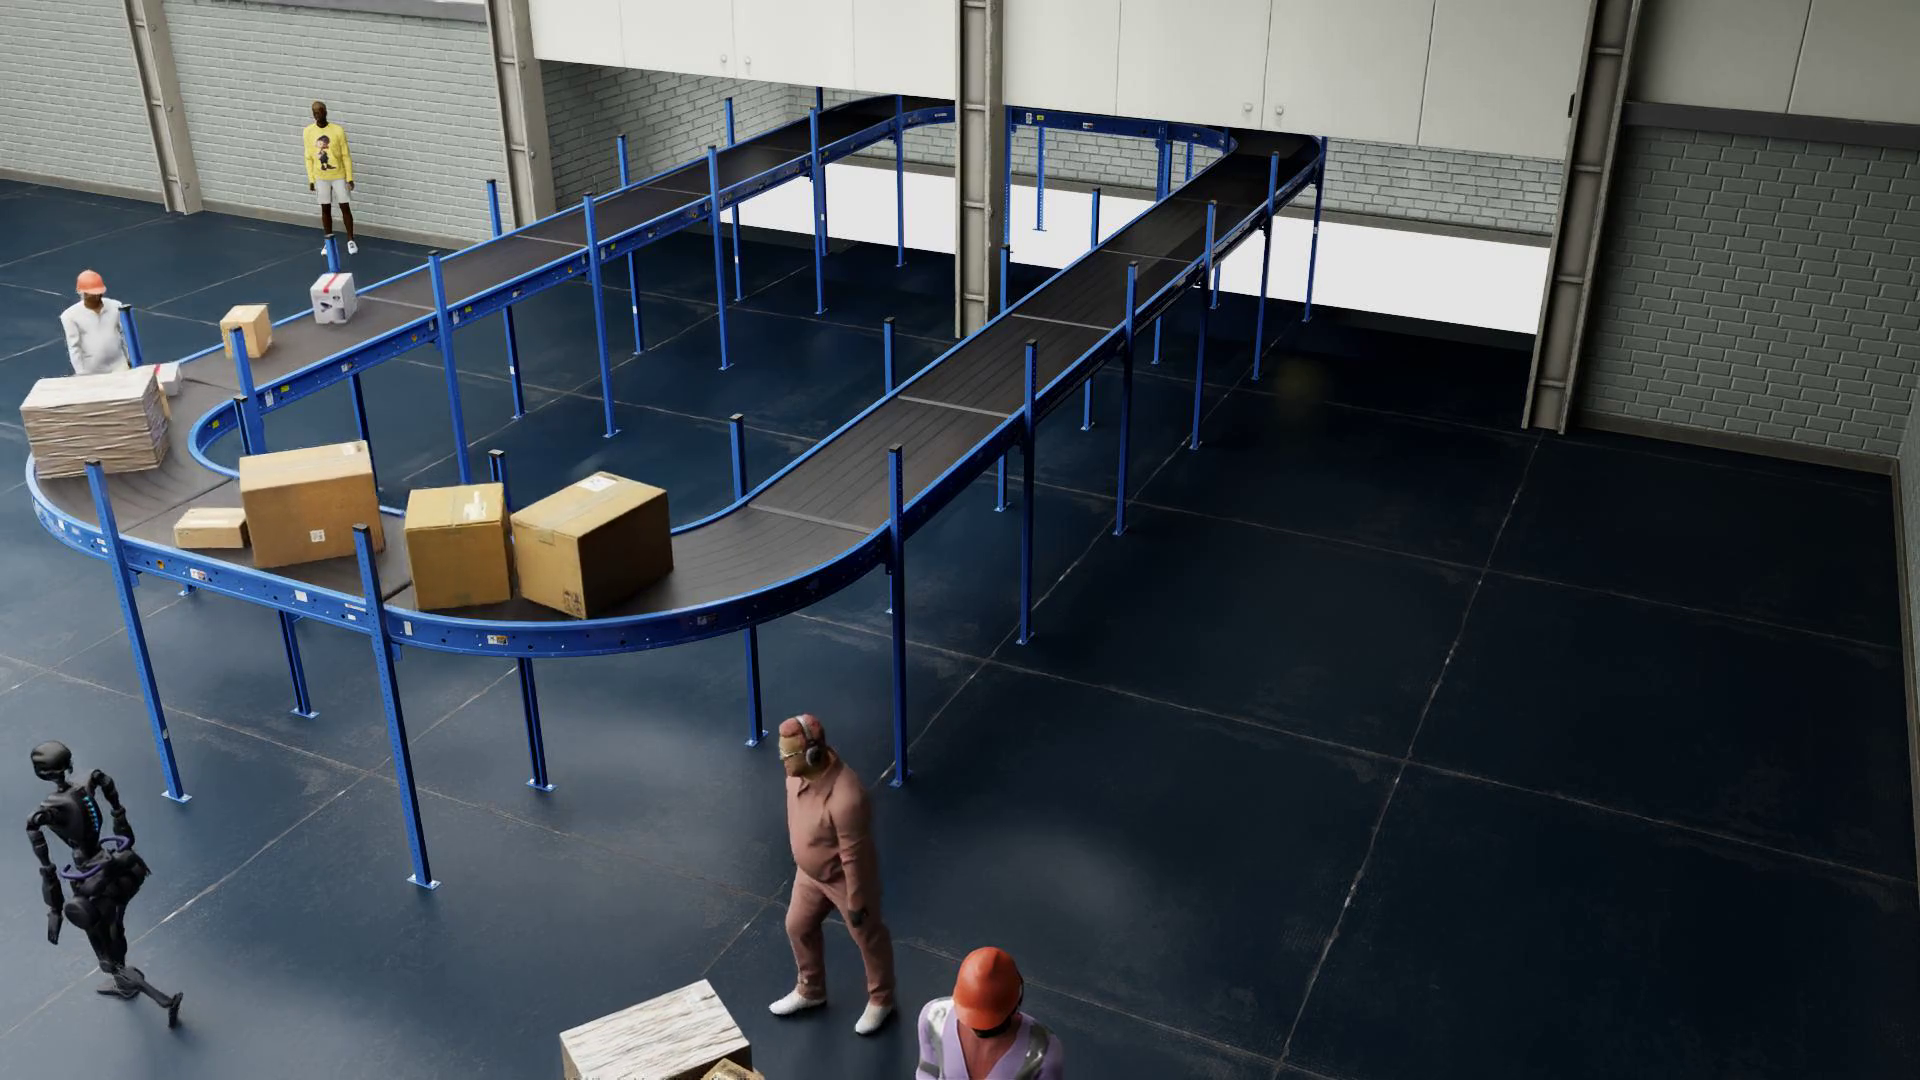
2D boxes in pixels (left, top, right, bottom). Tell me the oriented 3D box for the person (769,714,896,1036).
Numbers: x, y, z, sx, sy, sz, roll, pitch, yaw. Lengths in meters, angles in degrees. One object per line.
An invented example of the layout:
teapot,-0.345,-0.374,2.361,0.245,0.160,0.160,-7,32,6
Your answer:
person,-0.661,1.675,8.309,0.631,1.869,0.642,-18,32,-33

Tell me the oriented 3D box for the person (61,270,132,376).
person,-7.698,-1.579,15.023,0.757,1.722,0.584,24,35,39

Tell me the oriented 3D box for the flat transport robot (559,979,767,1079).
flat transport robot,-1.144,3.017,7.397,1.431,0.231,0.659,-21,34,-36

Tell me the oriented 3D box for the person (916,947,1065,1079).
person,0.100,2.428,6.605,0.607,2.035,0.402,11,29,21

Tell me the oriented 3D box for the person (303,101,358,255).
person,-7.843,-4.515,20.742,0.545,1.899,0.382,-4,27,-8

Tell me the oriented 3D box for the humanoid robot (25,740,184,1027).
humanoid robot,-4.304,1.736,8.429,0.695,1.633,0.611,8,27,16
